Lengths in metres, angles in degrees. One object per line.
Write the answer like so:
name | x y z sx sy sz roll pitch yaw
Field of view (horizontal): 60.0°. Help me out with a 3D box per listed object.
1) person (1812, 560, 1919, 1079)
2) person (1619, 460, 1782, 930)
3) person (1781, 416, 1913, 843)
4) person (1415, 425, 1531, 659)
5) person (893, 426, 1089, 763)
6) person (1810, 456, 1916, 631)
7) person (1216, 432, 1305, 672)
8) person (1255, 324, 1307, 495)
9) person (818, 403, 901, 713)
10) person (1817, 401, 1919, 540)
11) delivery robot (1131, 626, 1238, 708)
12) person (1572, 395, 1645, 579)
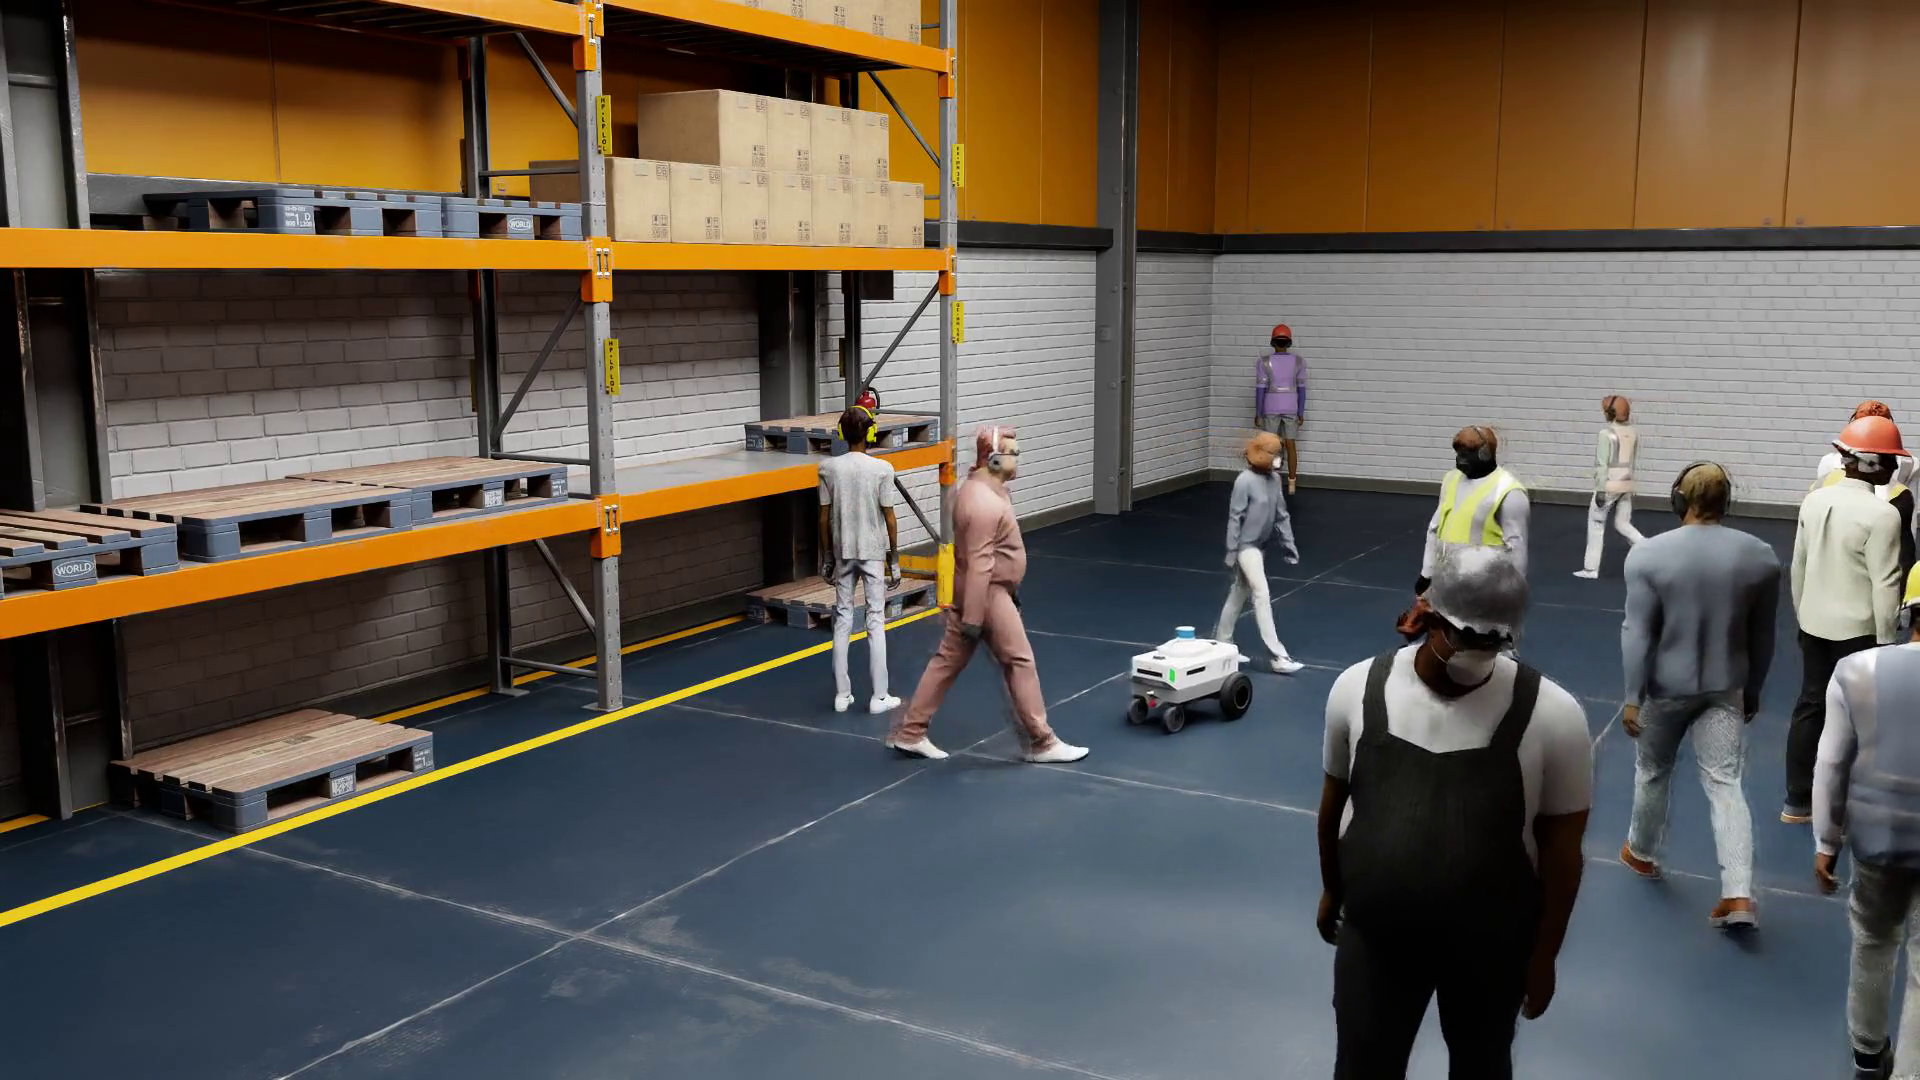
person | 3.035 0.921 5.220 0.600 1.802 0.806 7 12 38
person | 3.058 0.614 6.883 0.643 1.893 1.040 1 9 4
person | 4.169 0.411 7.805 0.390 1.990 0.623 -2 9 -11
person | 3.021 0.222 9.654 0.981 1.792 0.616 -3 10 -18
person | 0.125 0.307 8.945 1.045 1.854 0.635 -1 9 -9
person | 4.894 0.290 9.037 0.429 1.839 0.634 -3 10 -20
person | 2.040 0.083 11.076 0.828 1.592 0.540 7 12 38
person | 3.828 -1.556 19.919 0.605 2.045 0.383 0 9 -2
person | -0.599 0.114 10.031 0.513 1.876 0.328 2 9 15
person | 5.483 0.095 10.119 0.576 1.881 0.354 2 9 12
delivery robot | 1.332 0.755 9.837 0.477 0.478 0.707 9 13 43
person | 5.668 -0.430 14.248 0.524 1.618 0.684 -6 11 -34
